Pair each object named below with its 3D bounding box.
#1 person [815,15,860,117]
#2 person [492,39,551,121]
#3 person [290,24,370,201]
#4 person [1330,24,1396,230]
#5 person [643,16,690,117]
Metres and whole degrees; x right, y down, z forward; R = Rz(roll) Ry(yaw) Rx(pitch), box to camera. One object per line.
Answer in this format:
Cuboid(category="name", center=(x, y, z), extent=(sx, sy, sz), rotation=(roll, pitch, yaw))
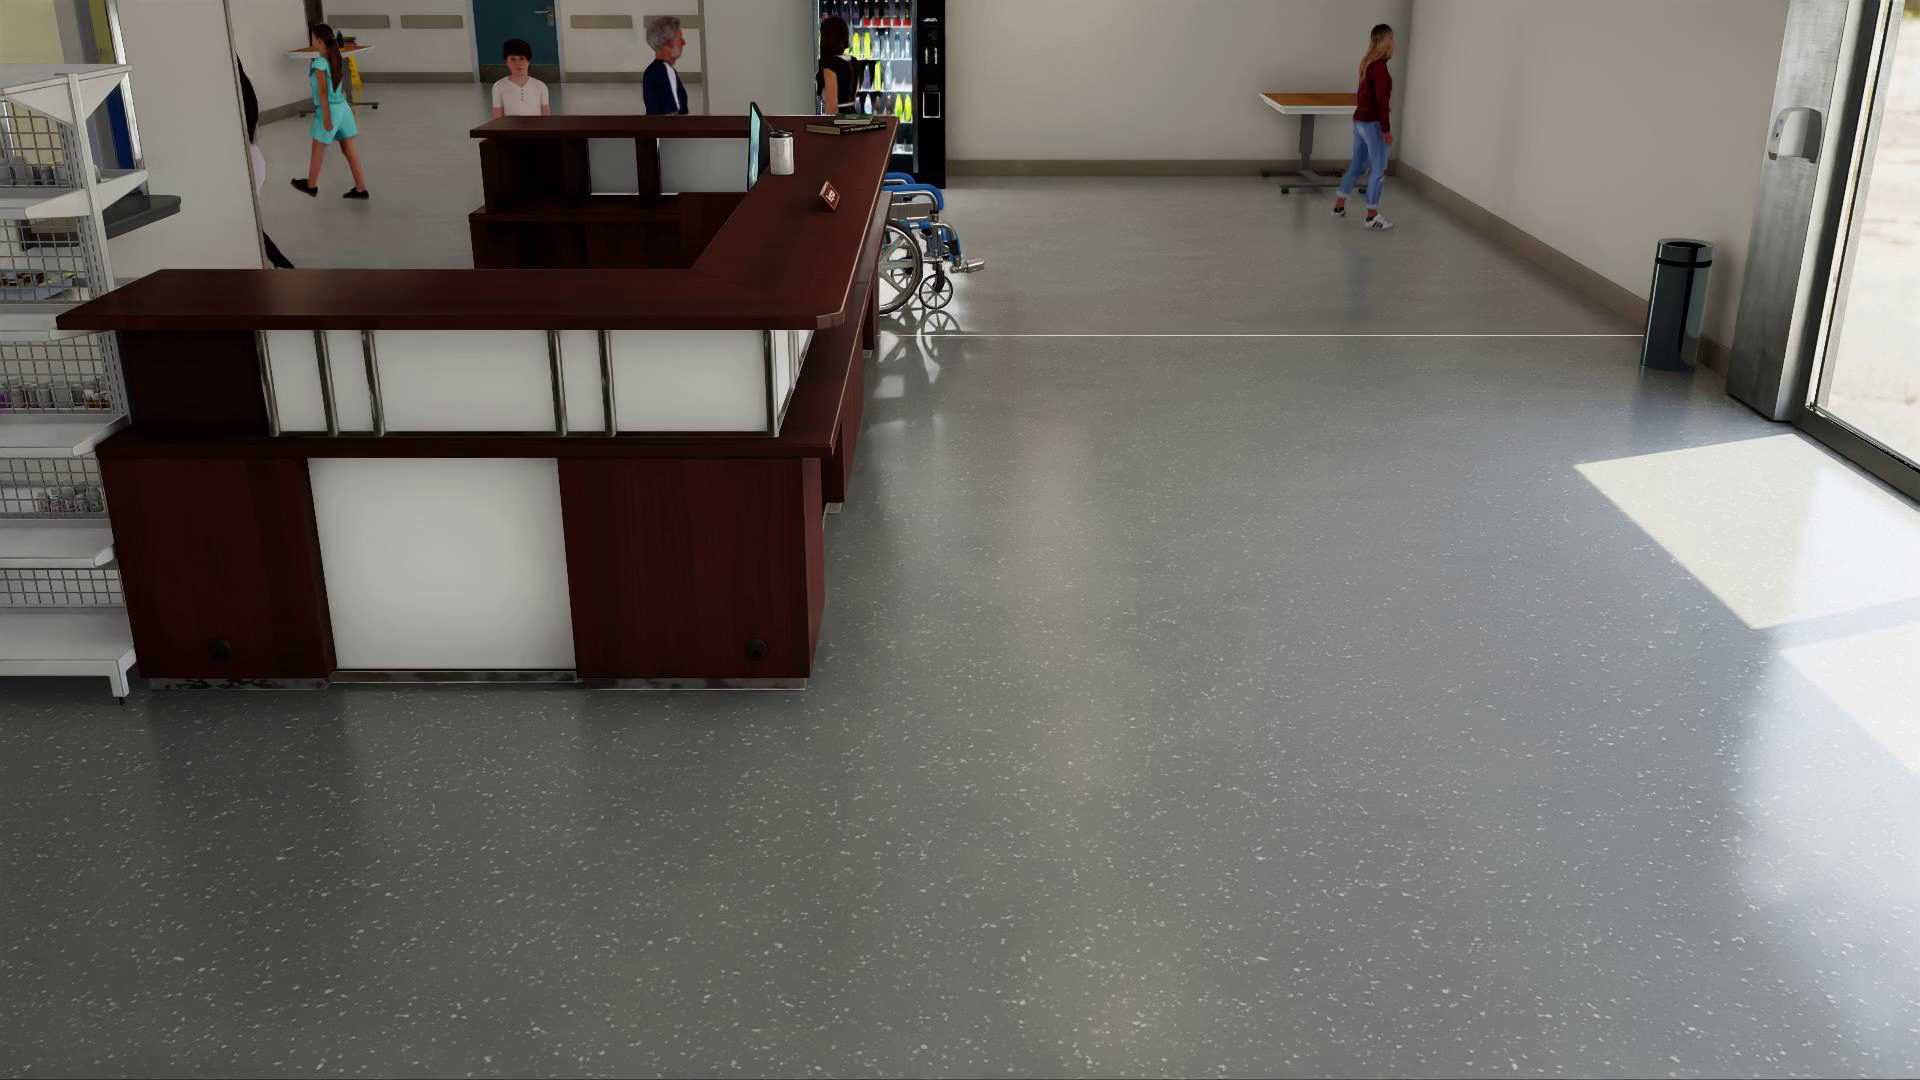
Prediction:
Cuboid(category="person", center=(-0.772, -2.803, 11.924), extent=(1.132, 1.765, 0.968), rotation=(13, 24, 30))
Cuboid(category="person", center=(-3.102, -2.720, 11.863), extent=(0.585, 1.651, 0.709), rotation=(-8, 22, -20))
Cuboid(category="person", center=(-5.539, -3.788, 14.861), extent=(1.058, 1.525, 0.784), rotation=(7, 22, 18))
Cuboid(category="person", center=(3.387, -3.387, 13.669), extent=(0.709, 1.621, 0.829), rotation=(2, 21, 6))
Cuboid(category="person", center=(-2.039, -2.621, 11.364), extent=(1.040, 1.821, 0.869), rotation=(-9, 23, -24))
